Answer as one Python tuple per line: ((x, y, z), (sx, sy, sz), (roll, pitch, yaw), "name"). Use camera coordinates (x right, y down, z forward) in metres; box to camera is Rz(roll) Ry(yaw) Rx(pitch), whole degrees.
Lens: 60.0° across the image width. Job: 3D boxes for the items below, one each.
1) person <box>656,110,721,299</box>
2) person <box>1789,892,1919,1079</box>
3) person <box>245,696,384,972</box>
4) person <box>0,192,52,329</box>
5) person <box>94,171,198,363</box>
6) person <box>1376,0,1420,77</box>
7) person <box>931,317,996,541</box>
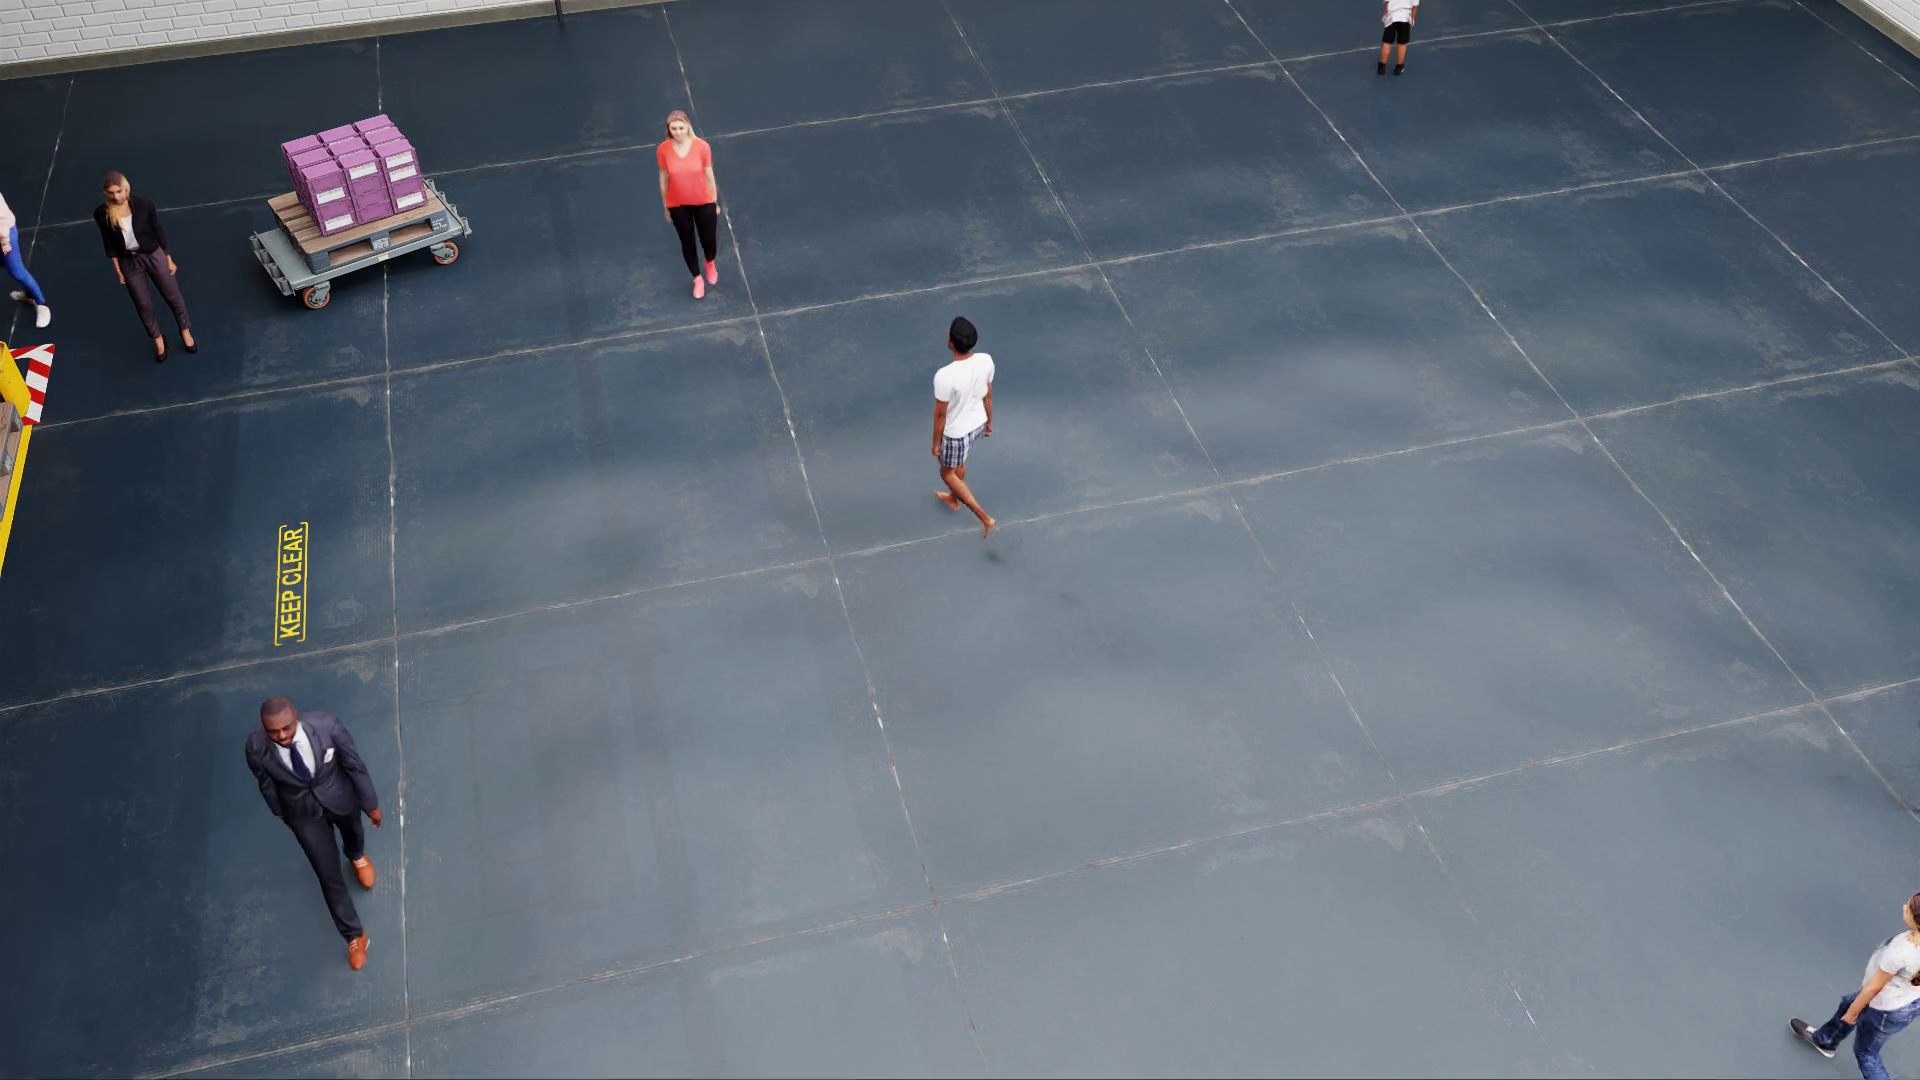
((-2.204, -2.796, 13.669), (0.675, 1.686, 0.711), (-2, 44, -3), "person")
((4.717, 2.375, 8.354), (0.723, 1.529, 1.066), (-18, 47, -18), "person")
((-3.524, 1.408, 9.184), (0.866, 1.784, 1.219), (-20, 47, -20), "person")
((-7.714, -2.505, 13.326), (0.850, 1.737, 0.935), (33, 53, 30), "person")
((-6.376, -2.150, 13.004), (0.632, 1.666, 0.579), (-18, 46, -18), "person")
((4.370, -5.229, 16.533), (0.570, 1.257, 0.610), (10, 45, 11), "person")
((0.045, -0.736, 11.490), (0.900, 1.708, 1.078), (-29, 51, -27), "person")
